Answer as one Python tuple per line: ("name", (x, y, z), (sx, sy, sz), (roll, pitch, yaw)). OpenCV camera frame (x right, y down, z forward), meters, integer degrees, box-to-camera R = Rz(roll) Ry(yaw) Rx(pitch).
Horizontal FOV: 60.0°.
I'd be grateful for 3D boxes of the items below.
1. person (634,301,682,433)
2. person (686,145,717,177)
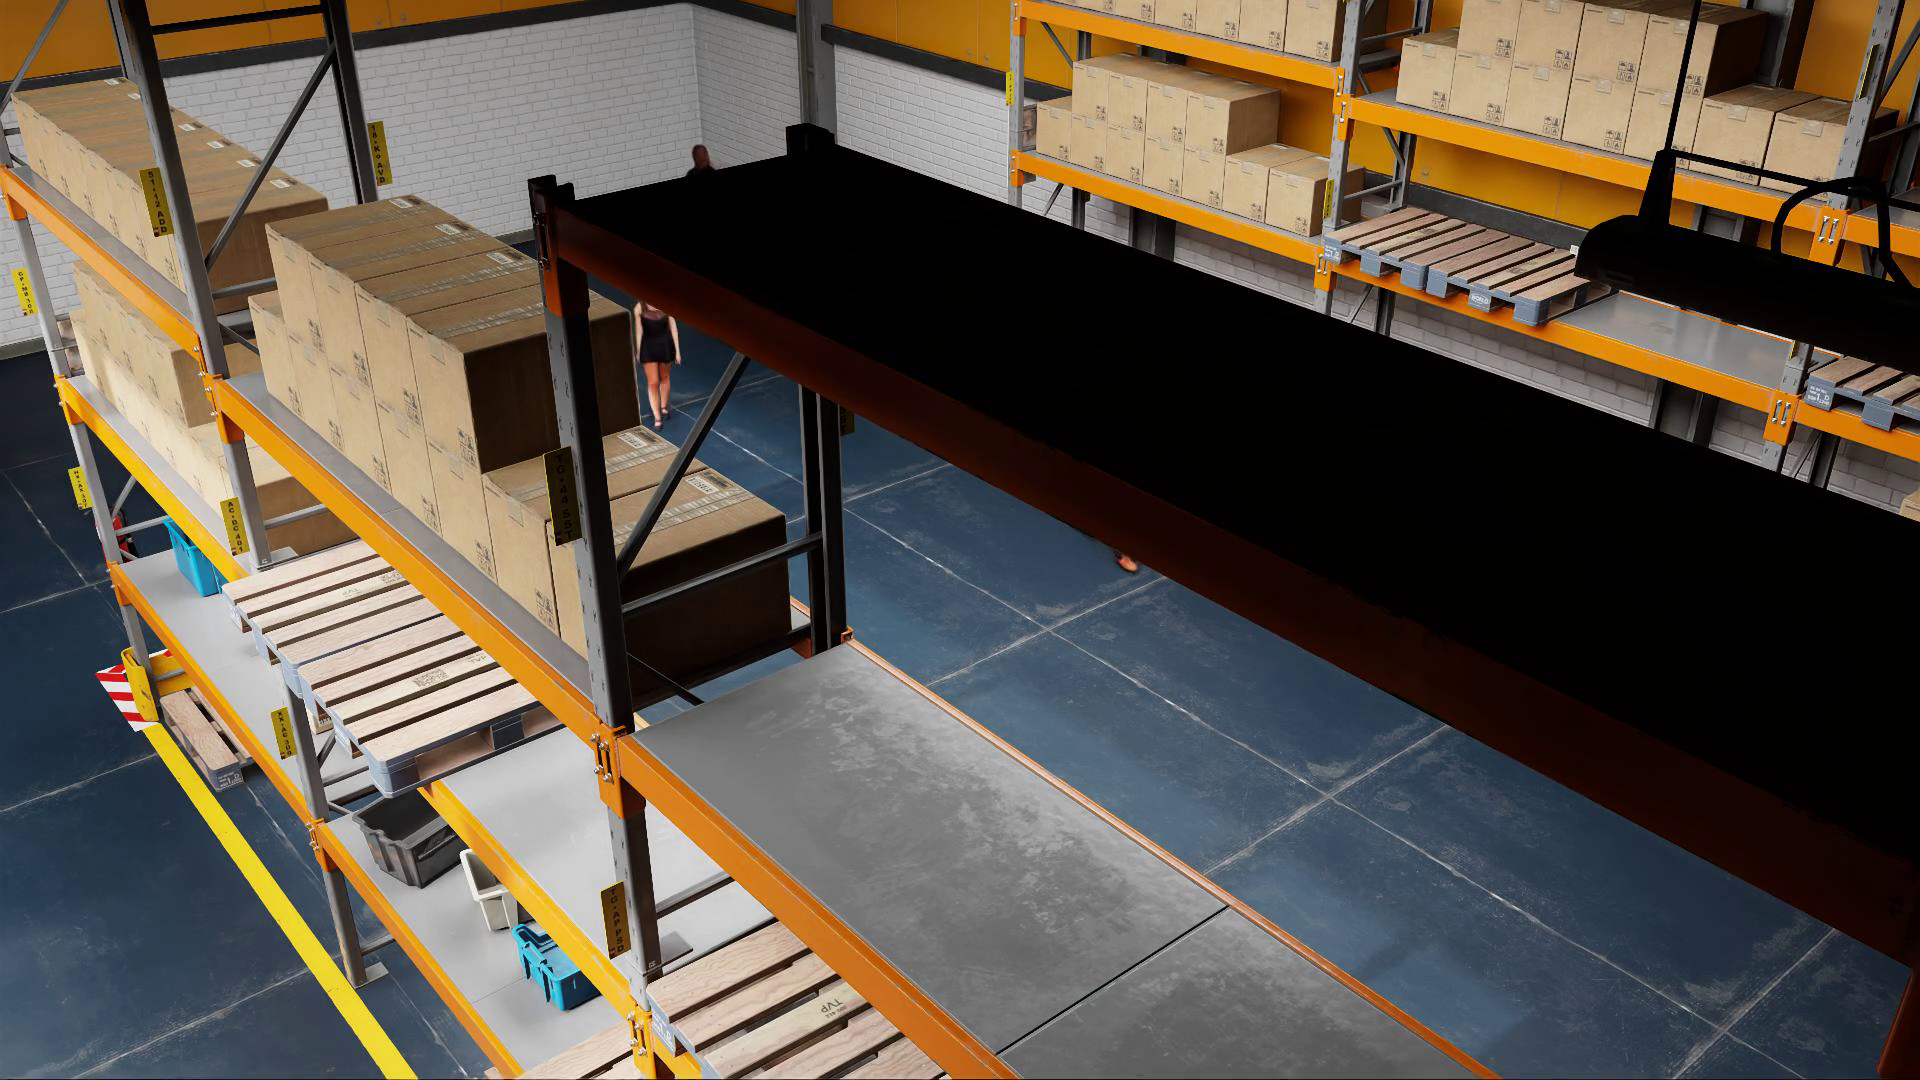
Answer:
("person", (-3.178, -2.024, 17.418), (0.794, 1.652, 0.931), (-8, 30, -14))
("person", (-3.269, -4.227, 21.405), (0.651, 1.701, 0.688), (-14, 31, -24))
